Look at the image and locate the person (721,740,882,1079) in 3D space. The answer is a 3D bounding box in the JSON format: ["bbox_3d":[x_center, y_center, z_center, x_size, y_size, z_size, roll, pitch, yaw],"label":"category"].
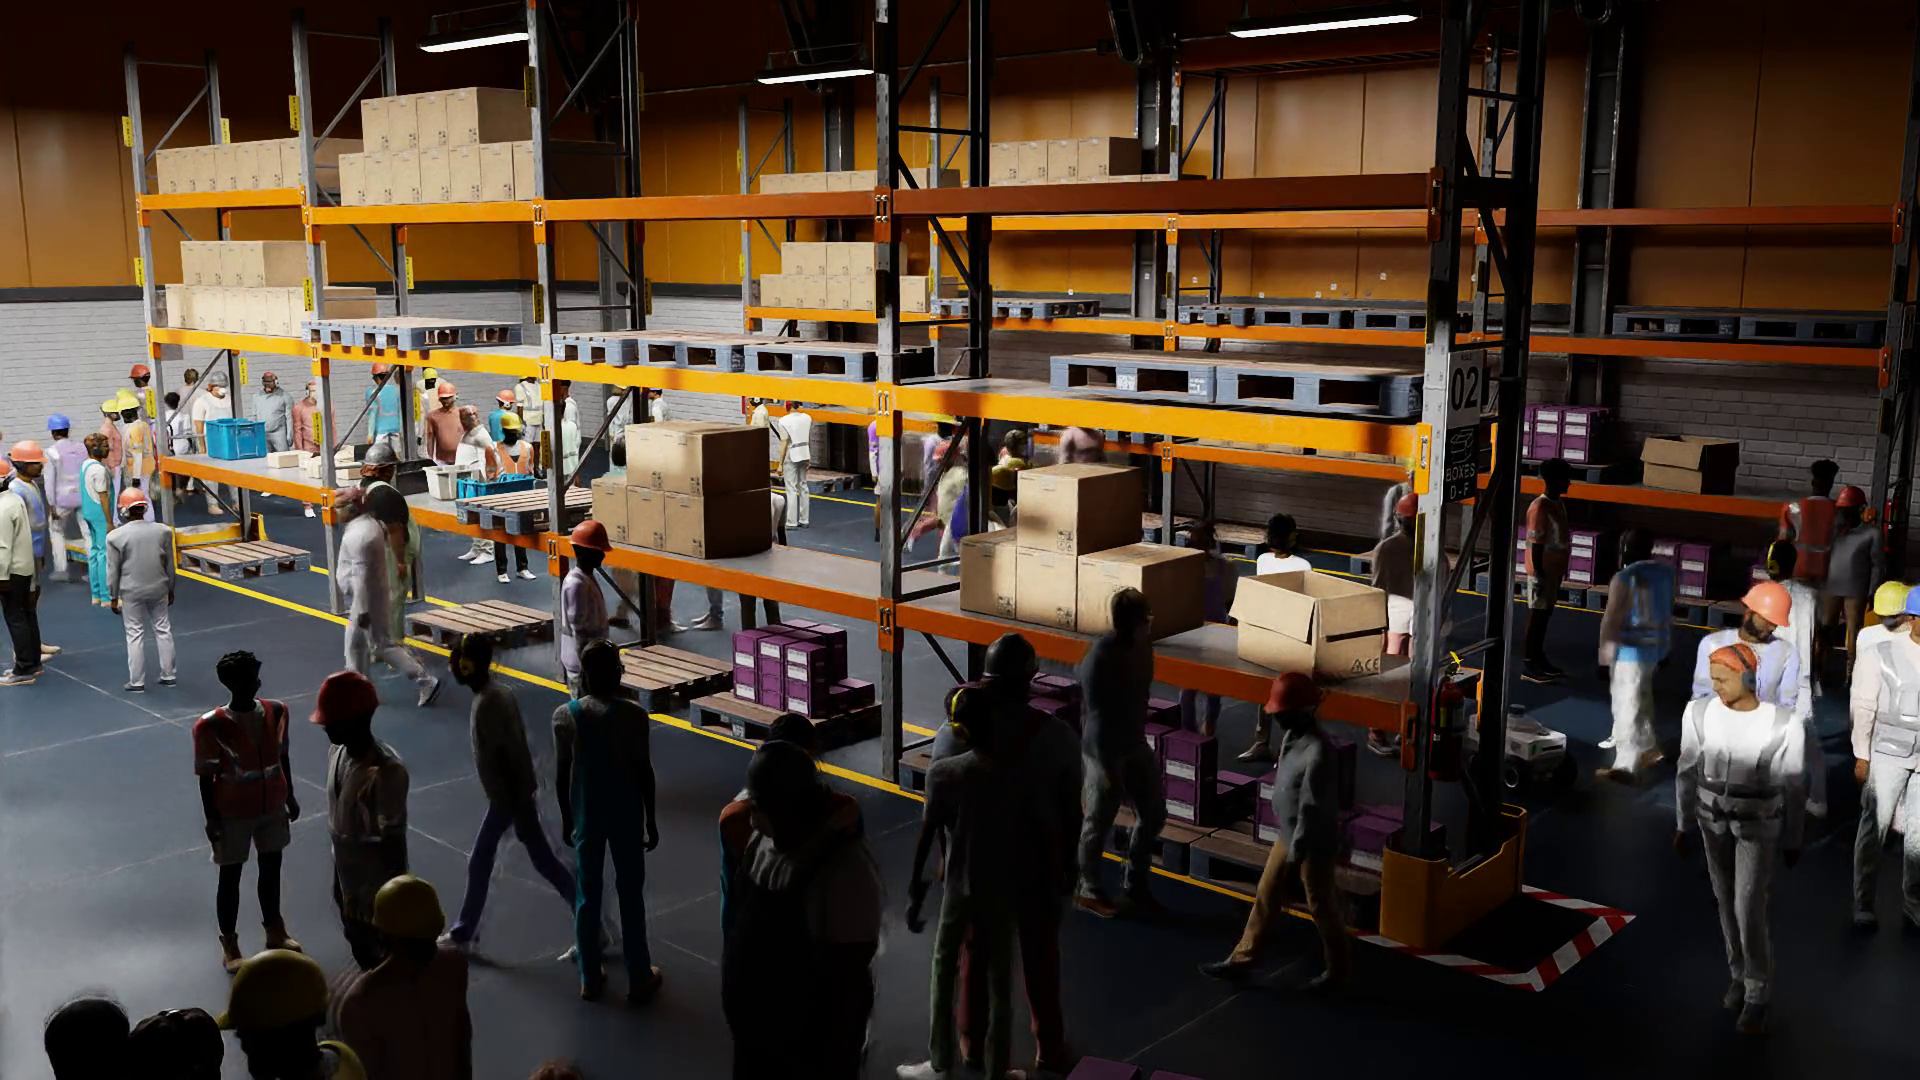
[{"bbox_3d":[-0.576,1.700,6.081,0.745,2.000,0.691,9,13,40],"label":"person"}]

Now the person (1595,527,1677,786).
[{"bbox_3d":[4.737,0.816,11.718,0.707,1.812,0.441,-7,12,-36],"label":"person"}]

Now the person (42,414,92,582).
[{"bbox_3d":[-9.990,-0.458,18.684,0.759,1.901,0.609,7,12,34],"label":"person"}]

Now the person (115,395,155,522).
[{"bbox_3d":[-10.377,-0.869,20.982,0.396,1.912,0.591,-4,11,-22],"label":"person"}]

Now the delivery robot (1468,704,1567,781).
[{"bbox_3d":[3.920,1.399,11.714,0.477,0.478,0.707,-4,11,-23],"label":"delivery robot"}]

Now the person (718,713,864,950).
[{"bbox_3d":[-0.668,1.645,6.739,0.596,1.917,0.374,-2,10,-12],"label":"person"}]

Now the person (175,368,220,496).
[{"bbox_3d":[-11.593,-1.634,25.217,0.635,1.938,0.359,1,10,8],"label":"person"}]

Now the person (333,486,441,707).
[{"bbox_3d":[-4.749,0.473,13.550,0.898,1.865,0.687,-2,10,-13],"label":"person"}]

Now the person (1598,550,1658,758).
[{"bbox_3d":[5.006,0.800,12.351,0.283,1.625,0.513,-4,11,-22],"label":"person"}]

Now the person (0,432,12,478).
[{"bbox_3d":[-11.426,-0.496,19.660,0.524,1.632,0.314,3,10,14],"label":"person"}]

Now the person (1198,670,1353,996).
[{"bbox_3d":[1.609,1.478,8.261,0.854,1.703,0.571,-1,10,-5],"label":"person"}]

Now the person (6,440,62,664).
[{"bbox_3d":[-8.441,0.105,15.136,0.421,2.033,0.608,-3,10,-14],"label":"person"}]

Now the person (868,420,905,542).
[{"bbox_3d":[-0.912,-0.912,21.193,0.387,1.924,0.548,9,13,42],"label":"person"}]

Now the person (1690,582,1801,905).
[{"bbox_3d":[4.482,1.153,9.565,0.578,1.899,0.467,5,11,24],"label":"person"}]

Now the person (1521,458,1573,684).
[{"bbox_3d":[5.107,0.254,14.462,0.361,1.964,0.615,7,12,34],"label":"person"}]

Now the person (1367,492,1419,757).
[{"bbox_3d":[3.311,0.619,12.357,0.621,1.985,0.408,-6,12,-30],"label":"person"}]

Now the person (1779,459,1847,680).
[{"bbox_3d":[7.415,0.271,14.410,0.607,1.956,0.488,6,11,29],"label":"person"}]

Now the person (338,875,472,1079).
[{"bbox_3d":[-1.821,1.940,5.552,0.405,1.756,0.530,8,13,37],"label":"person"}]

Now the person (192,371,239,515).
[{"bbox_3d":[-10.426,-1.384,23.517,0.535,2.000,0.681,9,13,40],"label":"person"}]

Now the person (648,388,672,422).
[{"bbox_3d":[-4.244,-1.319,23.444,0.418,1.941,0.611,-1,10,-4],"label":"person"}]

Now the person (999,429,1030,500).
[{"bbox_3d":[0.528,-0.165,16.924,0.374,1.934,0.628,0,10,2],"label":"person"}]

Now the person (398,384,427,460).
[{"bbox_3d":[-8.805,-1.743,26.734,0.746,1.608,0.516,5,11,27],"label":"person"}]

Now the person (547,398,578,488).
[{"bbox_3d":[-4.950,-0.826,20.705,0.379,1.918,0.597,2,10,13],"label":"person"}]

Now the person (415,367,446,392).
[{"bbox_3d":[-8.714,-2.021,27.462,0.392,1.920,0.589,7,12,33],"label":"person"}]

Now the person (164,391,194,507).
[{"bbox_3d":[-11.380,-1.314,24.137,0.545,1.675,0.354,0,10,-2],"label":"person"}]

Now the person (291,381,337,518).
[{"bbox_3d":[-9.000,-1.278,23.294,0.404,1.911,0.636,8,13,39],"label":"person"}]

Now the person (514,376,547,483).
[{"bbox_3d":[-6.847,-1.895,26.625,0.367,1.963,0.606,5,11,26],"label":"person"}]

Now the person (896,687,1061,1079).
[{"bbox_3d":[0.091,1.565,7.390,0.727,1.847,0.409,-1,10,-7],"label":"person"}]

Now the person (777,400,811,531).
[{"bbox_3d":[-2.194,-1.041,22.119,0.390,1.850,0.565,7,12,36],"label":"person"}]

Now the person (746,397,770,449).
[{"bbox_3d":[-2.956,-1.387,24.390,0.350,1.739,0.574,-1,10,-7],"label":"person"}]

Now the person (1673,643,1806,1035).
[{"bbox_3d":[3.748,1.430,8.118,0.718,1.855,0.575,-9,14,-42],"label":"person"}]

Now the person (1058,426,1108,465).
[{"bbox_3d":[1.479,-0.678,19.864,0.649,1.920,0.444,-9,13,-40],"label":"person"}]

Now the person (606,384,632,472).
[{"bbox_3d":[-5.299,-1.684,26.077,0.305,1.736,0.484,7,12,36],"label":"person"}]

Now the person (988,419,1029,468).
[{"bbox_3d":[0.568,-0.955,21.265,0.617,1.986,0.416,3,10,14],"label":"person"}]

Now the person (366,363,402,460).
[{"bbox_3d":[-8.677,-1.661,25.071,0.382,2.045,0.605,7,12,35],"label":"person"}]

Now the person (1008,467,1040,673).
[{"bbox_3d":[0.535,0.294,14.495,0.359,1.880,0.575,3,10,16],"label":"person"}]

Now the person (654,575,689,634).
[{"bbox_3d":[-2.901,-0.027,16.230,0.401,1.909,0.599,-6,12,-32],"label":"person"}]

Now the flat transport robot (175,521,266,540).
[{"bbox_3d":[-9.572,-0.037,20.899,0.652,0.197,1.431,10,14,44],"label":"flat transport robot"}]
